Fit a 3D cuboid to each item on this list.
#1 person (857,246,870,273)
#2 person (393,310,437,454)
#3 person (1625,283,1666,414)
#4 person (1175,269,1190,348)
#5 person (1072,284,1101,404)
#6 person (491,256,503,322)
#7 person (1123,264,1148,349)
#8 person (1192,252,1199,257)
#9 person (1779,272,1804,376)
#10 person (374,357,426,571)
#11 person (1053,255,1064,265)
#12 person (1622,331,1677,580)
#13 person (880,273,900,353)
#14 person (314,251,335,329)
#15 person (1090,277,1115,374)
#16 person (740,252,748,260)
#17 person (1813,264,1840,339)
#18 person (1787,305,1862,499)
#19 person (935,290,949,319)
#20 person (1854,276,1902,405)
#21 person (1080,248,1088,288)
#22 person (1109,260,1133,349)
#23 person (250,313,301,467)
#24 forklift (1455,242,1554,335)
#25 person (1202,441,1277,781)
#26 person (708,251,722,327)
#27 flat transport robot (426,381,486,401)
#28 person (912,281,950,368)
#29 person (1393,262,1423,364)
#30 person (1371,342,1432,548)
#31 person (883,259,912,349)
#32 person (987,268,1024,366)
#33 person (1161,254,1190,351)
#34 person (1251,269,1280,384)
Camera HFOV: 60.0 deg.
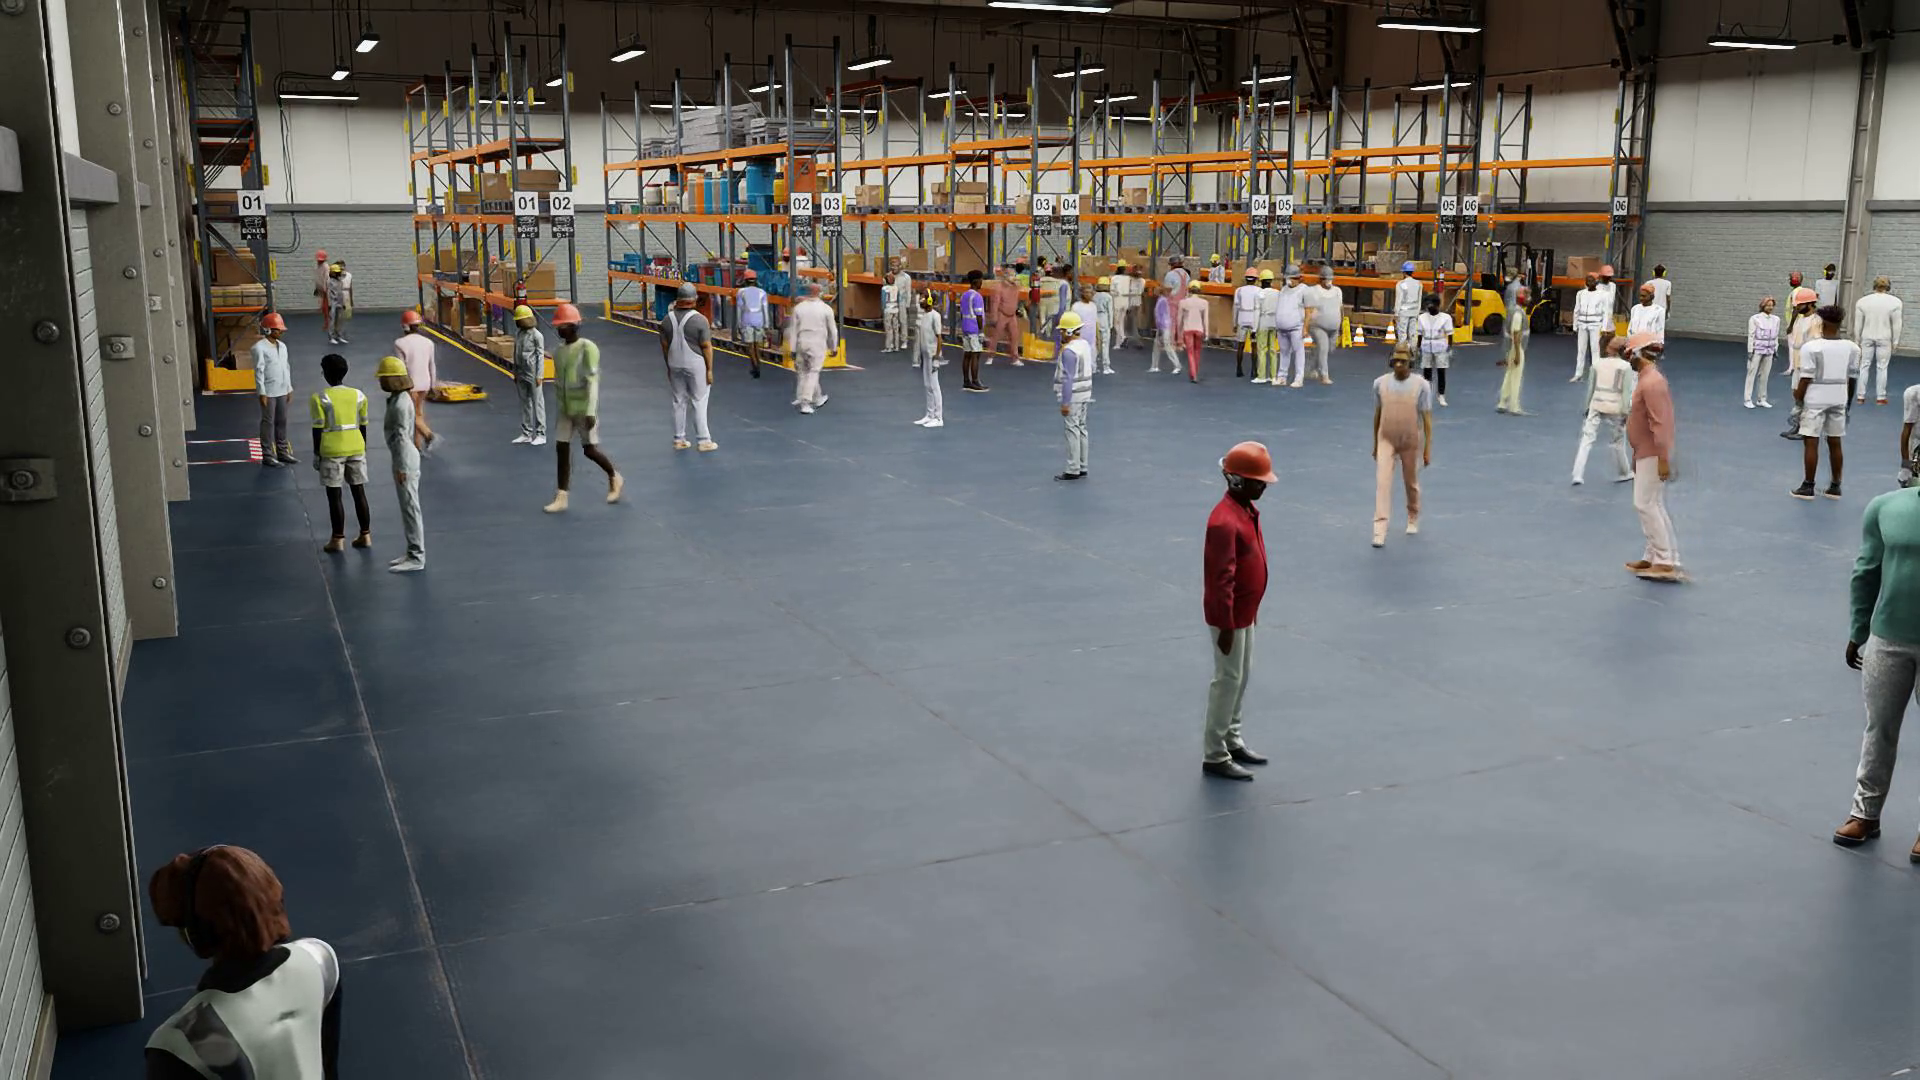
[{"bbox_3d":[-2.940,-7.767,49.368,0.678,1.891,0.436,-8,14,-35],"label":"person"},{"bbox_3d":[-6.444,-1.854,19.716,0.605,1.738,0.575,6,13,30],"label":"person"},{"bbox_3d":[9.703,-2.697,23.634,0.356,1.887,0.573,-6,13,-29],"label":"person"},{"bbox_3d":[4.755,-4.934,35.510,0.319,1.689,0.539,-2,11,-11],"label":"person"},{"bbox_3d":[1.866,-2.977,25.293,0.621,1.821,0.537,11,15,43],"label":"person"},{"bbox_3d":[-12.353,-6.652,44.087,0.563,1.744,0.353,8,14,35],"label":"person"},{"bbox_3d":[3.678,-4.986,35.505,0.566,1.802,0.970,-9,14,-38],"label":"person"},{"bbox_3d":[7.433,-8.269,52.595,0.279,1.631,0.504,0,11,2],"label":"person"},{"bbox_3d":[14.811,-3.824,29.468,0.375,1.840,0.570,8,14,37],"label":"person"},{"bbox_3d":[-4.520,-0.612,13.425,0.315,1.738,0.486,-4,12,-19],"label":"person"},{"bbox_3d":[2.934,-7.688,49.622,0.513,1.641,0.307,-11,15,-44],"label":"person"},{"bbox_3d":[5.467,-0.676,13.206,0.515,1.945,0.688,4,12,20],"label":"person"},{"bbox_3d":[-1.443,-4.692,34.399,0.306,1.640,0.523,10,15,41],"label":"person"},{"bbox_3d":[-15.753,-6.200,41.275,0.473,1.947,0.678,-11,15,-43],"label":"person"},{"bbox_3d":[2.565,-3.869,29.976,0.487,1.735,0.322,9,14,37],"label":"person"},{"bbox_3d":[-6.075,-7.268,47.168,0.312,1.768,0.522,-3,11,-14],"label":"person"},{"bbox_3d":[17.305,-4.576,33.231,0.536,1.866,0.314,-1,11,-6],"label":"person"},{"bbox_3d":[8.701,-1.374,16.755,0.655,1.950,0.364,-1,11,-3],"label":"person"},{"bbox_3d":[-0.404,-6.961,45.485,0.552,1.811,0.993,-1,11,-5],"label":"person"},{"bbox_3d":[13.769,-2.990,24.985,0.631,1.940,0.372,9,14,38],"label":"person"},{"bbox_3d":[3.926,-8.406,52.978,0.328,1.759,0.524,9,14,37],"label":"person"},{"bbox_3d":[3.408,-4.953,35.073,0.596,1.901,0.526,-7,13,-32],"label":"person"},{"bbox_3d":[-7.816,-1.714,19.000,0.354,1.743,0.566,3,11,14],"label":"person"},{"bbox_3d":[13.047,-6.049,39.881,2.313,2.155,1.214,-5,12,-23],"label":"forklift"},{"bbox_3d":[1.425,0.355,8.493,0.348,1.740,0.575,4,12,21],"label":"person"},{"bbox_3d":[-6.247,-6.340,42.095,0.596,1.907,0.592,-4,12,-20],"label":"person"},{"bbox_3d":[-8.076,-2.332,25.894,1.431,0.197,0.652,9,15,39],"label":"flat transport robot"},{"bbox_3d":[-0.575,-4.017,31.054,0.816,1.601,0.531,-9,14,-38],"label":"person"},{"bbox_3d":[8.483,-4.292,31.580,0.614,1.947,0.388,-6,12,-26],"label":"person"},{"bbox_3d":[3.892,-0.863,14.620,0.526,1.785,1.032,5,12,25],"label":"person"},{"bbox_3d":[-1.348,-4.994,35.290,0.640,1.899,0.395,3,12,15],"label":"person"},{"bbox_3d":[0.816,-4.237,31.587,0.661,1.853,0.840,-8,14,-36],"label":"person"},{"bbox_3d":[4.458,-4.957,34.724,0.686,2.000,0.535,-10,15,-42],"label":"person"},{"bbox_3d":[5.180,-3.618,28.211,0.594,1.924,0.382,-6,13,-30],"label":"person"}]
